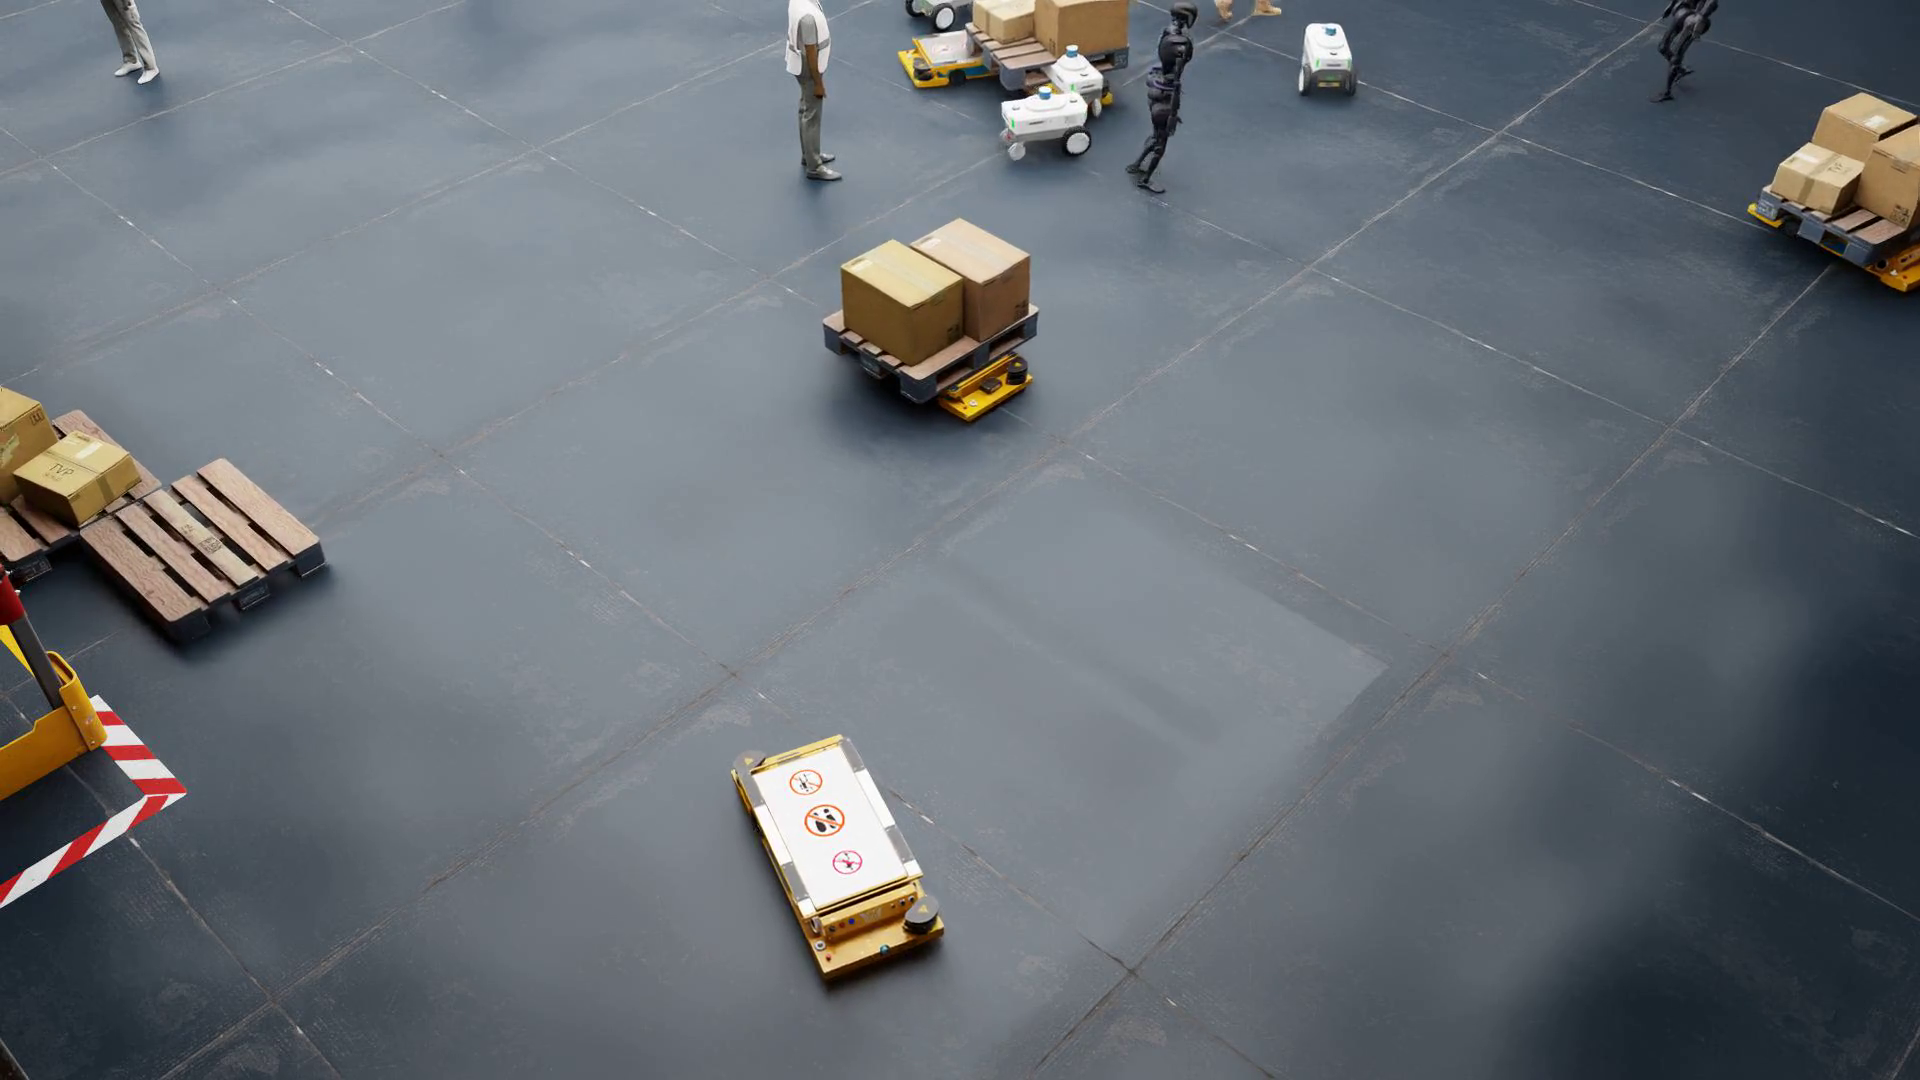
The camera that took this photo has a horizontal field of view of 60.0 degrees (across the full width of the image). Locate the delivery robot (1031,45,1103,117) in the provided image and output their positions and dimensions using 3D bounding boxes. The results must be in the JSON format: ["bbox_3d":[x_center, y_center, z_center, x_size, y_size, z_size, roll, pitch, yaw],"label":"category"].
[{"bbox_3d":[0.985,-4.152,14.915,0.499,0.579,0.753,-16,44,-17],"label":"delivery robot"}]

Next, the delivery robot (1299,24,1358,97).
[{"bbox_3d":[3.361,-4.412,15.218,0.499,0.597,0.779,1,42,1],"label":"delivery robot"}]

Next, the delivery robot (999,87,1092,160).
[{"bbox_3d":[0.741,-3.608,14.328,0.801,0.602,0.499,-10,43,-11],"label":"delivery robot"}]

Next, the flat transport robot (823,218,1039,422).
[{"bbox_3d":[-0.212,-1.360,12.037,0.659,0.231,1.431,-34,52,-32],"label":"flat transport robot"}]

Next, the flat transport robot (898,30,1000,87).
[{"bbox_3d":[0.193,-4.541,15.573,1.431,0.231,0.659,-11,43,-12],"label":"flat transport robot"}]

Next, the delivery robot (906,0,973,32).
[{"bbox_3d":[-0.123,-5.334,16.248,0.776,0.604,0.525,-26,48,-26],"label":"delivery robot"}]

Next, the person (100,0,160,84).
[{"bbox_3d":[-7.640,-4.939,14.989,0.514,1.639,0.308,23,47,24],"label":"person"}]

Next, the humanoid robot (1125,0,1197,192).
[{"bbox_3d":[1.631,-3.607,13.480,0.425,1.635,0.609,-4,42,-4],"label":"humanoid robot"}]

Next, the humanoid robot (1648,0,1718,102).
[{"bbox_3d":[6.496,-4.684,14.681,0.457,1.651,0.599,-8,43,-8],"label":"humanoid robot"}]

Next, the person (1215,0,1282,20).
[{"bbox_3d":[2.833,-5.778,15.867,0.666,1.717,0.504,-1,42,-1],"label":"person"}]

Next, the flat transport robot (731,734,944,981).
[{"bbox_3d":[-0.669,1.600,8.747,0.659,0.231,1.431,-17,45,-18],"label":"flat transport robot"}]

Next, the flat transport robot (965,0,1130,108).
[{"bbox_3d":[0.800,-4.357,15.369,0.659,0.231,1.431,-16,44,-17],"label":"flat transport robot"}]

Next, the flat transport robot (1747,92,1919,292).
[{"bbox_3d":[7.114,-2.470,13.271,0.659,0.231,1.431,-24,47,-25],"label":"flat transport robot"}]

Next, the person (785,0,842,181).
[{"bbox_3d":[-1.231,-3.855,13.638,0.394,1.839,0.563,-6,42,-7],"label":"person"}]
